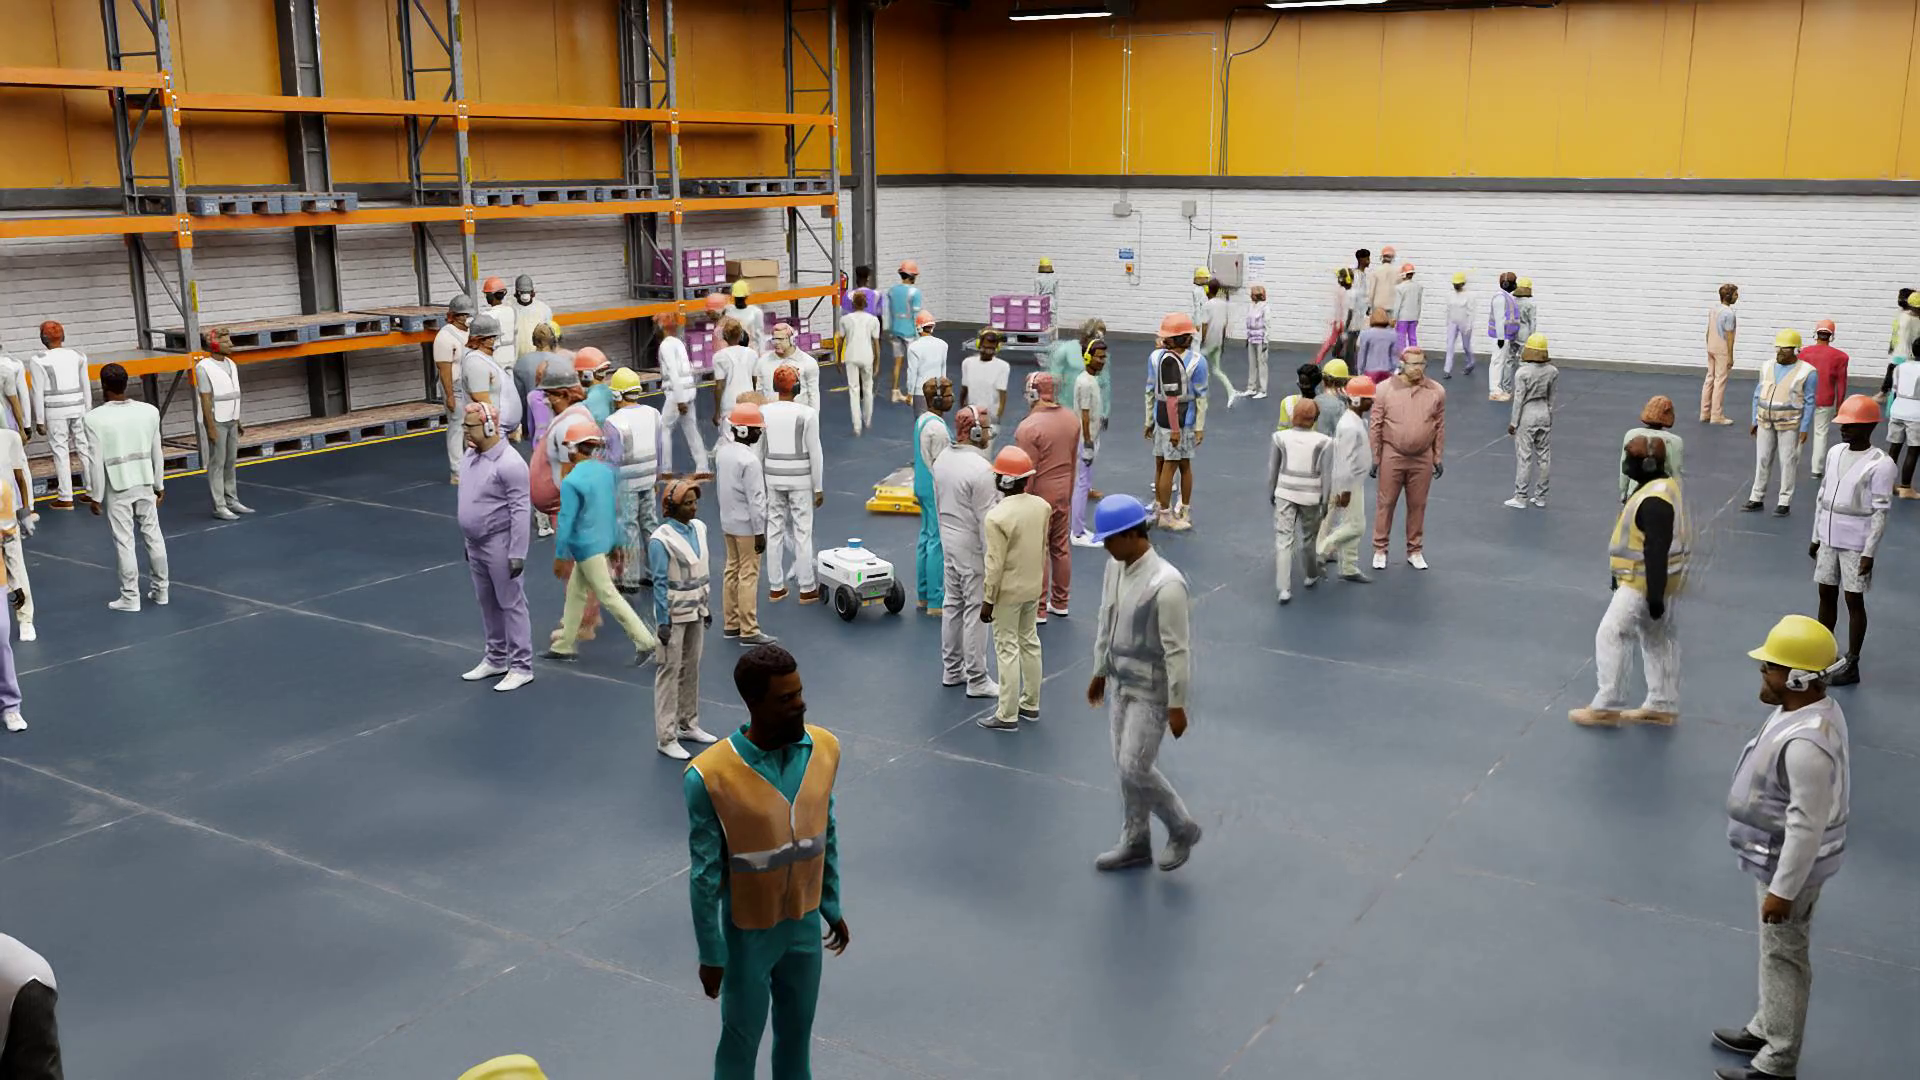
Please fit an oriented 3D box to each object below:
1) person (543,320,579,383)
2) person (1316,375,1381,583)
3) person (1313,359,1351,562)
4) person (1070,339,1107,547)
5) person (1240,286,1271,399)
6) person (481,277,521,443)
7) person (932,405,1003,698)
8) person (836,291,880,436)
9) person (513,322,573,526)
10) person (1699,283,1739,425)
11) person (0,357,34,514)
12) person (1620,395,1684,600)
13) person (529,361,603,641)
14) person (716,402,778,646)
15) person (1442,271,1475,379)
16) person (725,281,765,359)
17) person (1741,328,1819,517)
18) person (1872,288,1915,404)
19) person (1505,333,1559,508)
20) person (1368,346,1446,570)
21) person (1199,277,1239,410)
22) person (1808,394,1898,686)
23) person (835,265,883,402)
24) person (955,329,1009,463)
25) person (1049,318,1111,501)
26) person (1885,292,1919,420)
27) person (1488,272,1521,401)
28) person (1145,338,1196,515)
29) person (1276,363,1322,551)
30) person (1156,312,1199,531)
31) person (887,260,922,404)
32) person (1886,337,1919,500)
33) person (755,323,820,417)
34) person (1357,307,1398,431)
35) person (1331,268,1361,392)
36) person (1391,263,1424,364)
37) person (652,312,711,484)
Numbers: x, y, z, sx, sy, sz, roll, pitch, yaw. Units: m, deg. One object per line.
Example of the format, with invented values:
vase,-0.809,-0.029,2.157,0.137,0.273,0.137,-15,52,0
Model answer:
person,-4.363,-1.523,18.050,0.534,1.751,0.597,3,13,13
person,3.167,-0.486,13.589,0.469,1.737,0.567,4,14,17
person,3.202,-0.687,14.411,0.338,1.761,0.525,-4,14,-16
person,1.163,-0.873,14.989,0.325,1.861,0.516,1,13,5
person,4.322,-2.871,24.147,0.315,1.636,0.515,-6,14,-24
person,-5.592,-2.158,20.162,0.373,2.042,0.614,5,14,22
person,0.088,0.071,10.794,0.408,1.908,0.641,-8,15,-30
person,-1.291,-2.255,21.127,0.537,1.793,0.967,-2,13,-9
person,-3.888,-1.082,15.726,0.627,1.938,0.372,4,13,16
person,9.963,-2.430,21.773,0.331,1.844,0.520,-2,13,-7
person,-9.165,-1.088,15.866,0.339,1.882,0.584,9,16,35
person,5.436,-0.326,13.102,0.268,1.635,0.507,-10,16,-36
person,-2.863,-0.294,12.081,0.535,2.000,0.683,-2,13,-9
person,-1.533,-0.119,11.956,0.337,1.746,0.573,-8,15,-32
person,7.968,-3.434,26.435,0.523,1.708,0.887,11,17,39
person,-2.864,-2.381,21.472,0.606,1.882,0.941,5,14,20
person,7.994,-1.145,16.226,0.404,1.835,0.586,-9,16,-35
person,13.410,-2.749,23.575,0.874,1.656,0.531,2,13,10
person,5.708,-1.189,16.617,0.484,1.744,0.296,-4,14,-17
person,3.785,-0.690,14.095,0.654,1.905,0.408,0,13,1
person,3.514,-2.697,22.945,0.545,1.838,0.787,-10,16,-38
person,5.871,-0.002,11.038,0.354,1.939,0.544,-4,14,-17
person,-1.448,-2.958,23.845,0.646,1.941,0.618,-6,14,-26
person,0.190,-1.134,16.204,0.556,1.826,0.792,2,13,11
person,1.157,-1.283,16.708,0.743,1.901,0.350,-4,14,-18
person,12.574,-2.416,22.004,0.610,1.733,0.391,-8,15,-32
person,7.832,-2.931,23.956,0.430,1.845,0.619,6,14,24
person,2.084,-1.179,16.312,0.534,1.863,0.329,9,16,34
person,3.048,-0.713,14.657,0.541,1.693,0.315,6,14,23
person,2.030,-1.111,15.620,0.375,2.044,0.607,2,13,8
person,-0.742,-2.939,23.578,0.612,2.034,0.403,10,17,38
person,9.728,-1.248,17.001,0.320,1.687,0.539,-4,13,-15
person,-1.680,-1.134,16.018,0.652,1.906,0.402,4,13,15
person,5.267,-2.102,20.867,0.510,1.611,0.558,-3,13,-11
person,5.758,-3.109,24.706,0.416,1.848,0.519,-1,13,-4
person,7.329,-3.669,27.347,0.561,1.753,0.330,-6,14,-24
person,-3.055,-1.510,17.815,0.802,1.828,0.608,3,13,11
